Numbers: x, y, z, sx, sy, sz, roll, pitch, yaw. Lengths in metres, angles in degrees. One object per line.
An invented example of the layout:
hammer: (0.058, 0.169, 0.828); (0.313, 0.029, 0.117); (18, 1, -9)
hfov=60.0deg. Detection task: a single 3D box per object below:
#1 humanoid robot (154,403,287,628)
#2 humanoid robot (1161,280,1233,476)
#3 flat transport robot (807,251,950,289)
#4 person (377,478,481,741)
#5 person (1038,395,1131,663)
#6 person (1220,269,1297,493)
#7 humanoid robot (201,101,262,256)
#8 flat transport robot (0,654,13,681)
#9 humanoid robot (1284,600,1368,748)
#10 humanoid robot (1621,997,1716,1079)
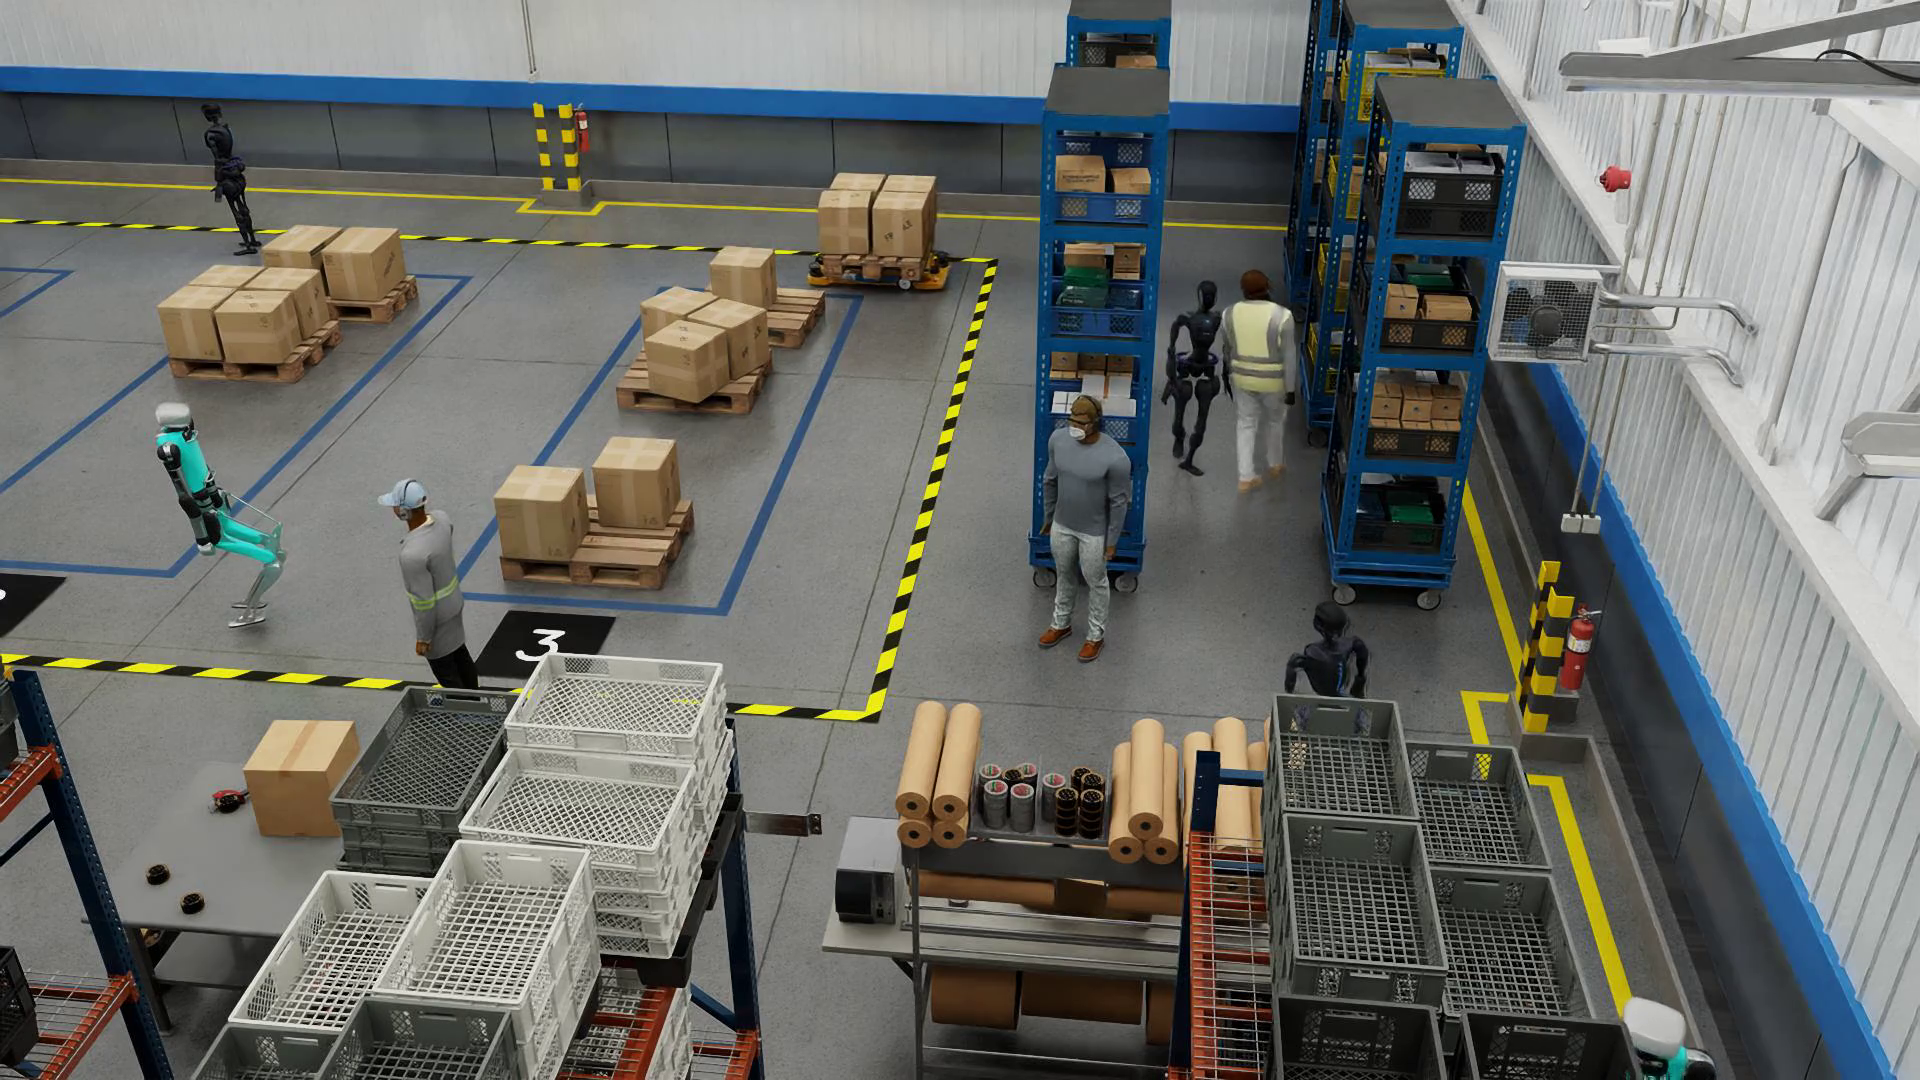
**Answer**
humanoid robot: (-4.968, -0.186, 11.396); (0.735, 1.680, 0.533); (-5, 31, -9)
humanoid robot: (1.928, -1.342, 13.603); (0.602, 1.641, 0.500); (-6, 31, -9)
flat transport robot: (-0.855, -2.889, 17.608); (1.431, 0.197, 0.652); (3, 30, 6)
person: (-3.287, 0.447, 10.333); (0.397, 1.850, 0.596); (1, 30, 2)
person: (0.816, -0.086, 11.163); (0.629, 1.940, 0.373); (20, 36, 30)
person: (2.413, -1.300, 13.391); (0.697, 1.792, 0.715); (14, 33, 22)
humanoid robot: (-7.913, -3.918, 17.991); (0.315, 1.654, 0.599); (-3, 30, -4)
flat transport robot: (-7.142, 0.969, 11.010); (1.431, 0.231, 0.659); (3, 30, 6)
humanoid robot: (2.054, 1.062, 9.445); (0.599, 1.644, 0.388); (-11, 32, -18)
humanoid robot: (2.592, 2.732, 6.618); (0.539, 1.878, 0.743); (9, 31, 15)
